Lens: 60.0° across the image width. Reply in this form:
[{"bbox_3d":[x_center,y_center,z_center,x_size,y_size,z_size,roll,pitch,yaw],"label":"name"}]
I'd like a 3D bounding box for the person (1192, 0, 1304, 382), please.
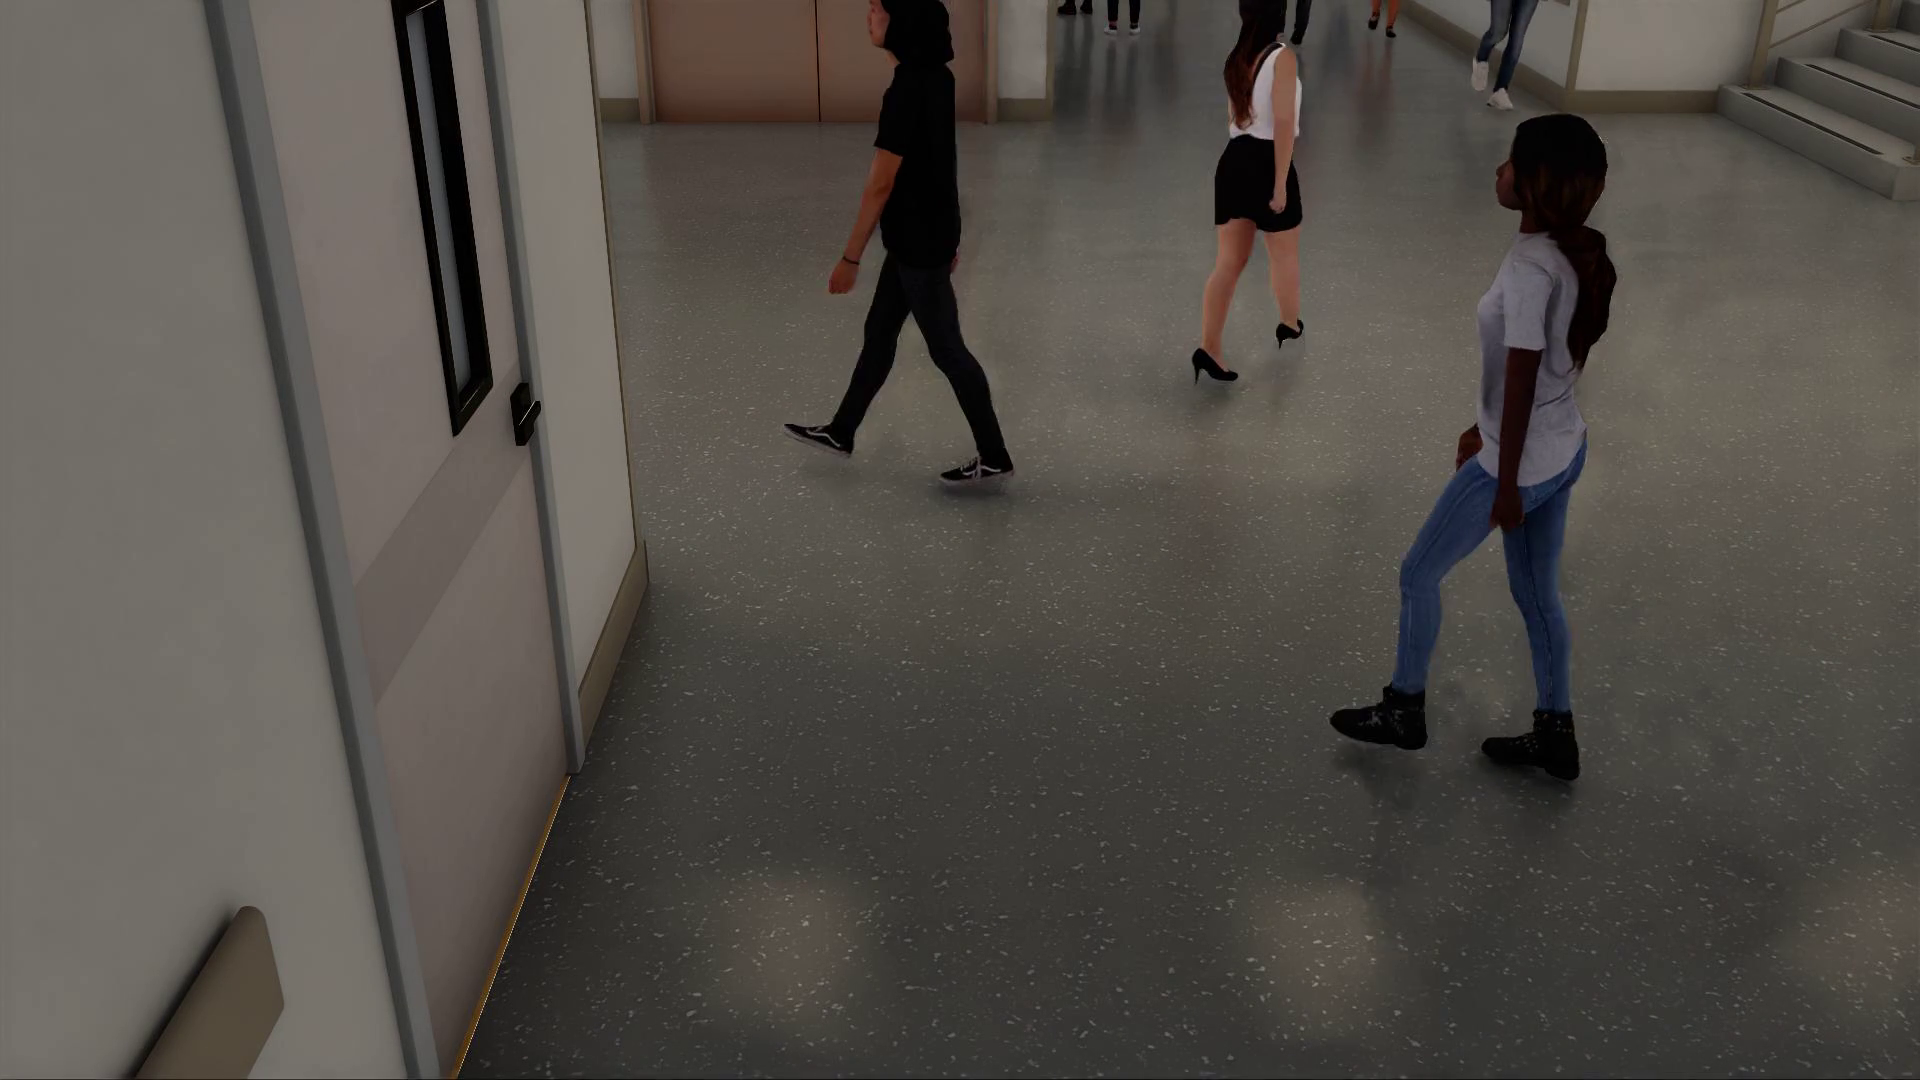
[{"bbox_3d":[1.173,-1.419,6.827,1.086,1.593,1.000,-16,30,-29],"label":"person"}]

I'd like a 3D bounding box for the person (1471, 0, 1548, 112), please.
[{"bbox_3d":[4.006,-4.060,12.037,0.882,1.826,0.827,-2,26,-5],"label":"person"}]

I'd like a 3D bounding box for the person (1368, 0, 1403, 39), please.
[{"bbox_3d":[3.944,-5.423,15.044,0.549,1.667,0.644,2,26,4],"label":"person"}]

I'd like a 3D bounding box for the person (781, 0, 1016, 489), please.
[{"bbox_3d":[-0.050,-1.019,5.748,1.143,1.797,0.745,3,26,6],"label":"person"}]

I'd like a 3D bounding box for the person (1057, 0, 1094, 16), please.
[{"bbox_3d":[1.175,-6.104,16.293,0.625,1.809,0.766,-11,28,-21],"label":"person"}]

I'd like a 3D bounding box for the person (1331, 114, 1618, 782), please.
[{"bbox_3d":[1.454,-0.157,4.087,0.962,1.699,0.854,18,31,33],"label":"person"}]

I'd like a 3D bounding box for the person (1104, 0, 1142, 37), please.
[{"bbox_3d":[1.502,-5.456,15.157,0.448,1.629,0.625,0,26,-1],"label":"person"}]
